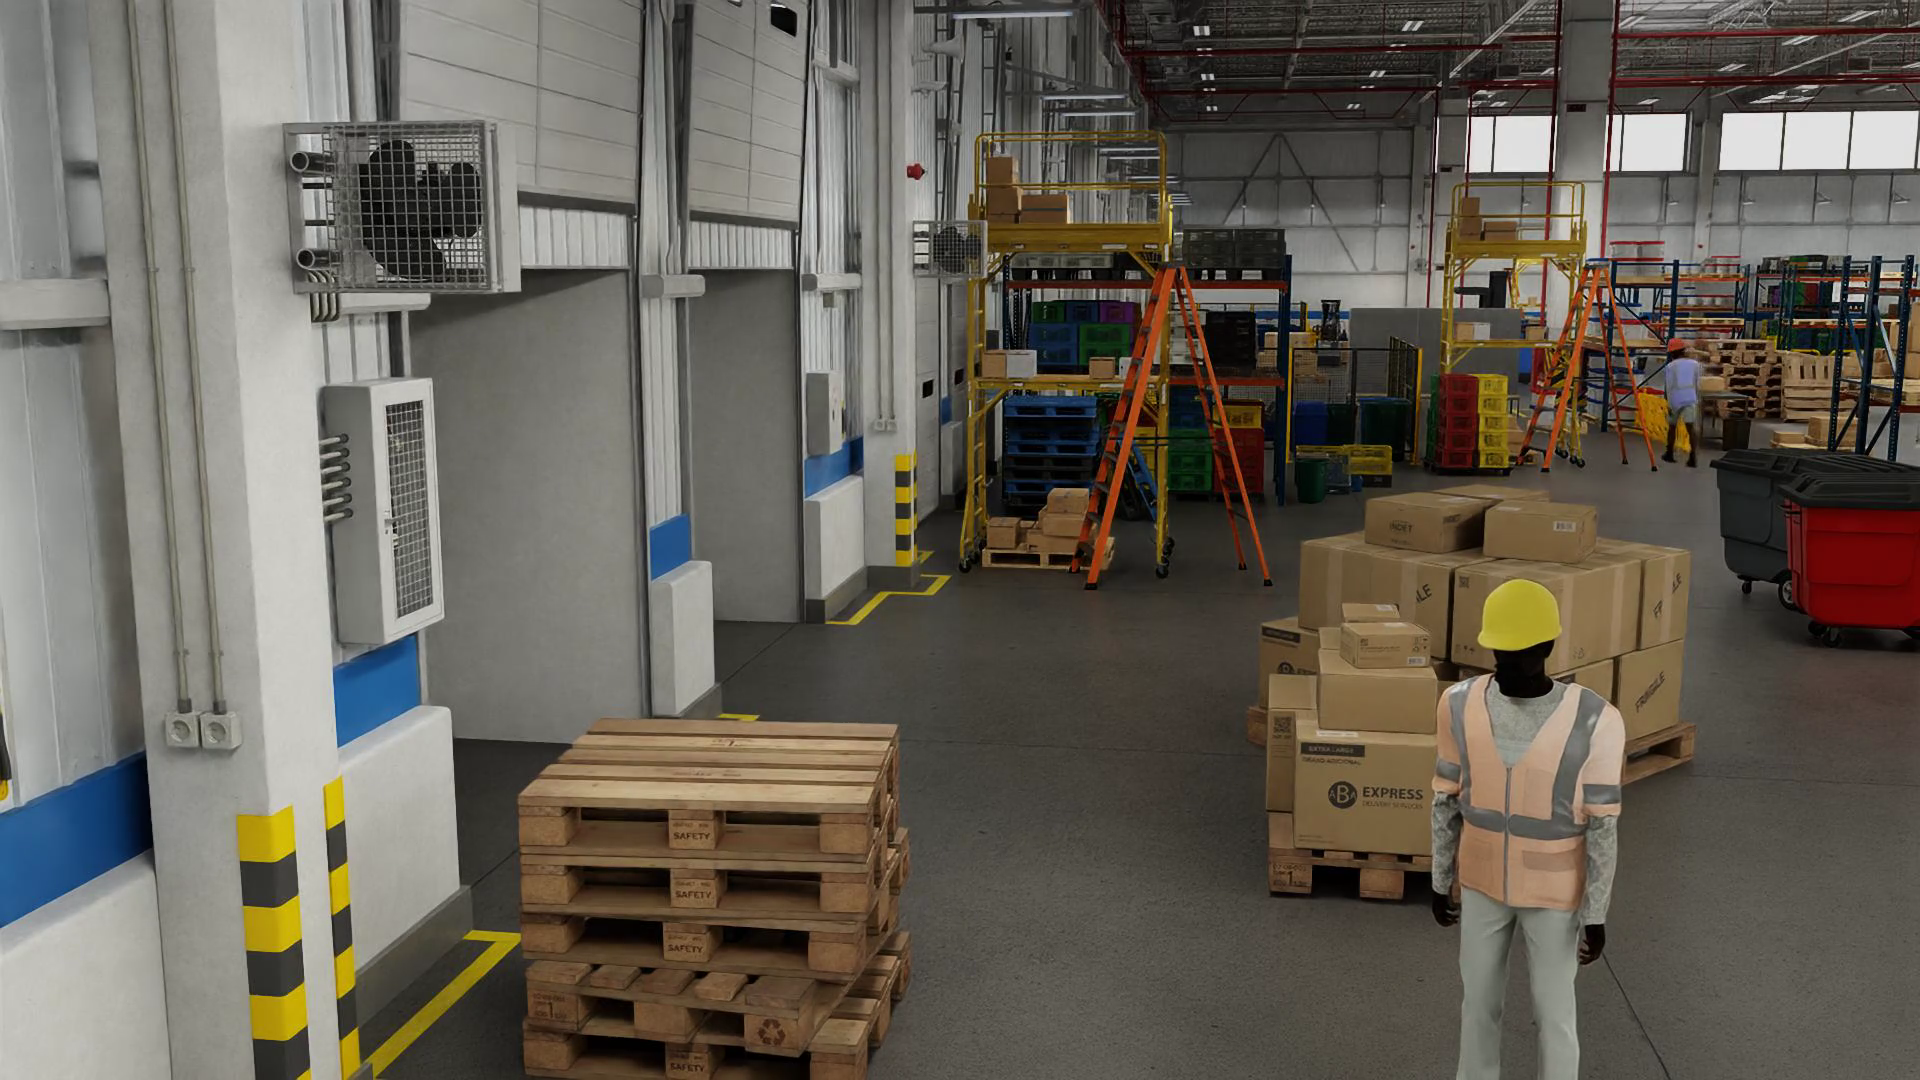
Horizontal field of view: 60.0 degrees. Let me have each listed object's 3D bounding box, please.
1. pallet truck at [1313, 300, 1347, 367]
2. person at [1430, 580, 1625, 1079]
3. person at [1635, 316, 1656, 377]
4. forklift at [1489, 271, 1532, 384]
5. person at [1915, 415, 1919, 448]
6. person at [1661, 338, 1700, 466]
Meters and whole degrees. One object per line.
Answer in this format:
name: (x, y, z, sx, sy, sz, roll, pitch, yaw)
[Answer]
pallet truck: (11.159, -6.200, 49.718, 0.823, 1.965, 1.885, 4, 10, 26)
person: (1.727, 1.064, 5.170, 0.587, 1.918, 0.398, 7, 12, 37)
person: (18.103, -5.105, 44.028, 0.534, 1.655, 0.880, 7, 11, 36)
forklift: (13.422, -5.322, 41.591, 1.873, 2.768, 1.129, 1, 9, 9)
person: (15.580, -2.331, 26.668, 0.322, 1.736, 0.485, 6, 11, 33)
person: (10.581, -2.024, 24.369, 0.570, 1.870, 1.026, 0, 9, 2)
